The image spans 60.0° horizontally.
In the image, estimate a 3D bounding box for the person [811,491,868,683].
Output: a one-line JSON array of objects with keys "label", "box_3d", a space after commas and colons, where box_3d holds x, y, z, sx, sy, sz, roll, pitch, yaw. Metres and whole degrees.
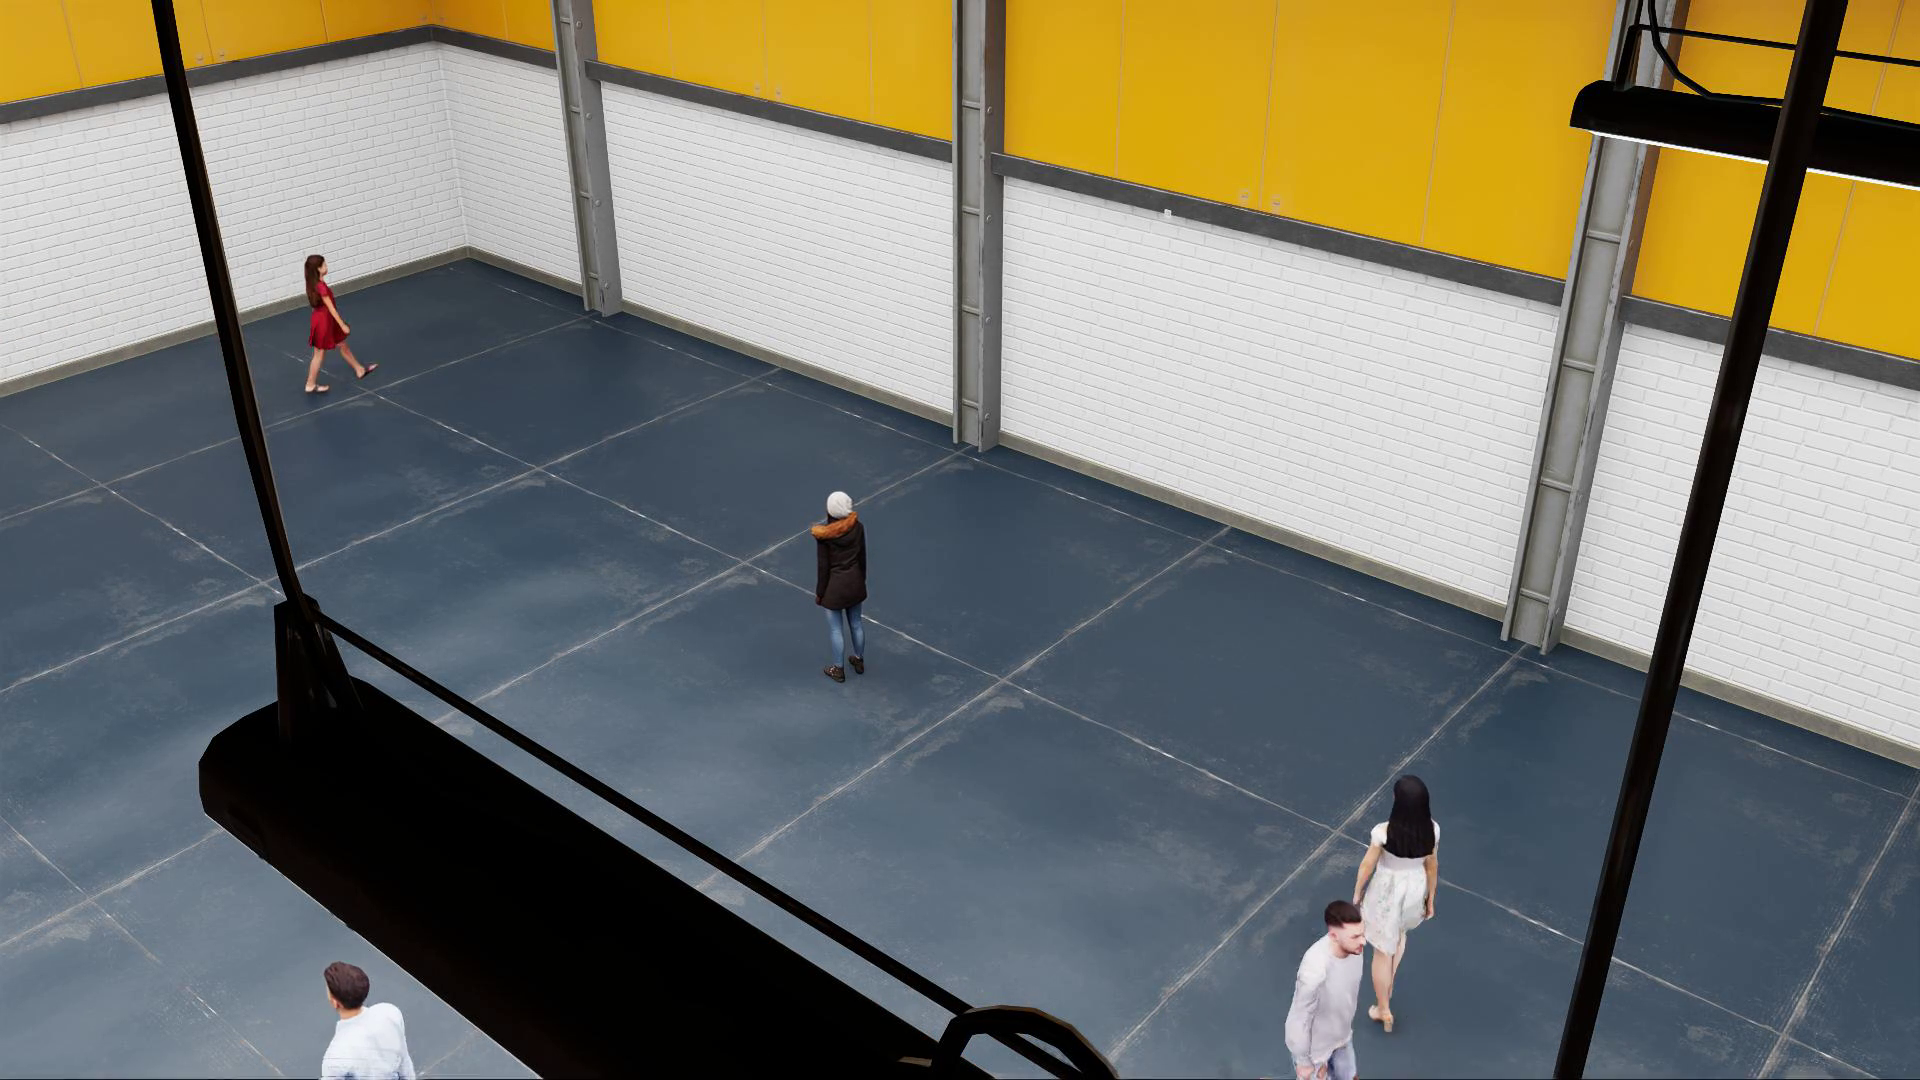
[{"label": "person", "box_3d": [-0.929, 0.356, 13.064, 0.694, 1.634, 0.683, -19, 34, -30]}]

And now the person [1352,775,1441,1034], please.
[{"label": "person", "box_3d": [2.551, 2.159, 9.626, 0.844, 1.759, 0.904, -2, 29, -5]}]

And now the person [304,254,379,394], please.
[{"label": "person", "box_3d": [-6.976, -2.312, 18.087, 0.812, 1.507, 1.062, -17, 33, -29]}]

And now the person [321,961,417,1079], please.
[{"label": "person", "box_3d": [-2.841, 2.896, 8.229, 1.270, 1.804, 0.927, 10, 30, 17]}]

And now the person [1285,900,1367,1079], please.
[{"label": "person", "box_3d": [1.849, 2.565, 8.820, 0.749, 1.819, 0.700, -24, 36, -36]}]
